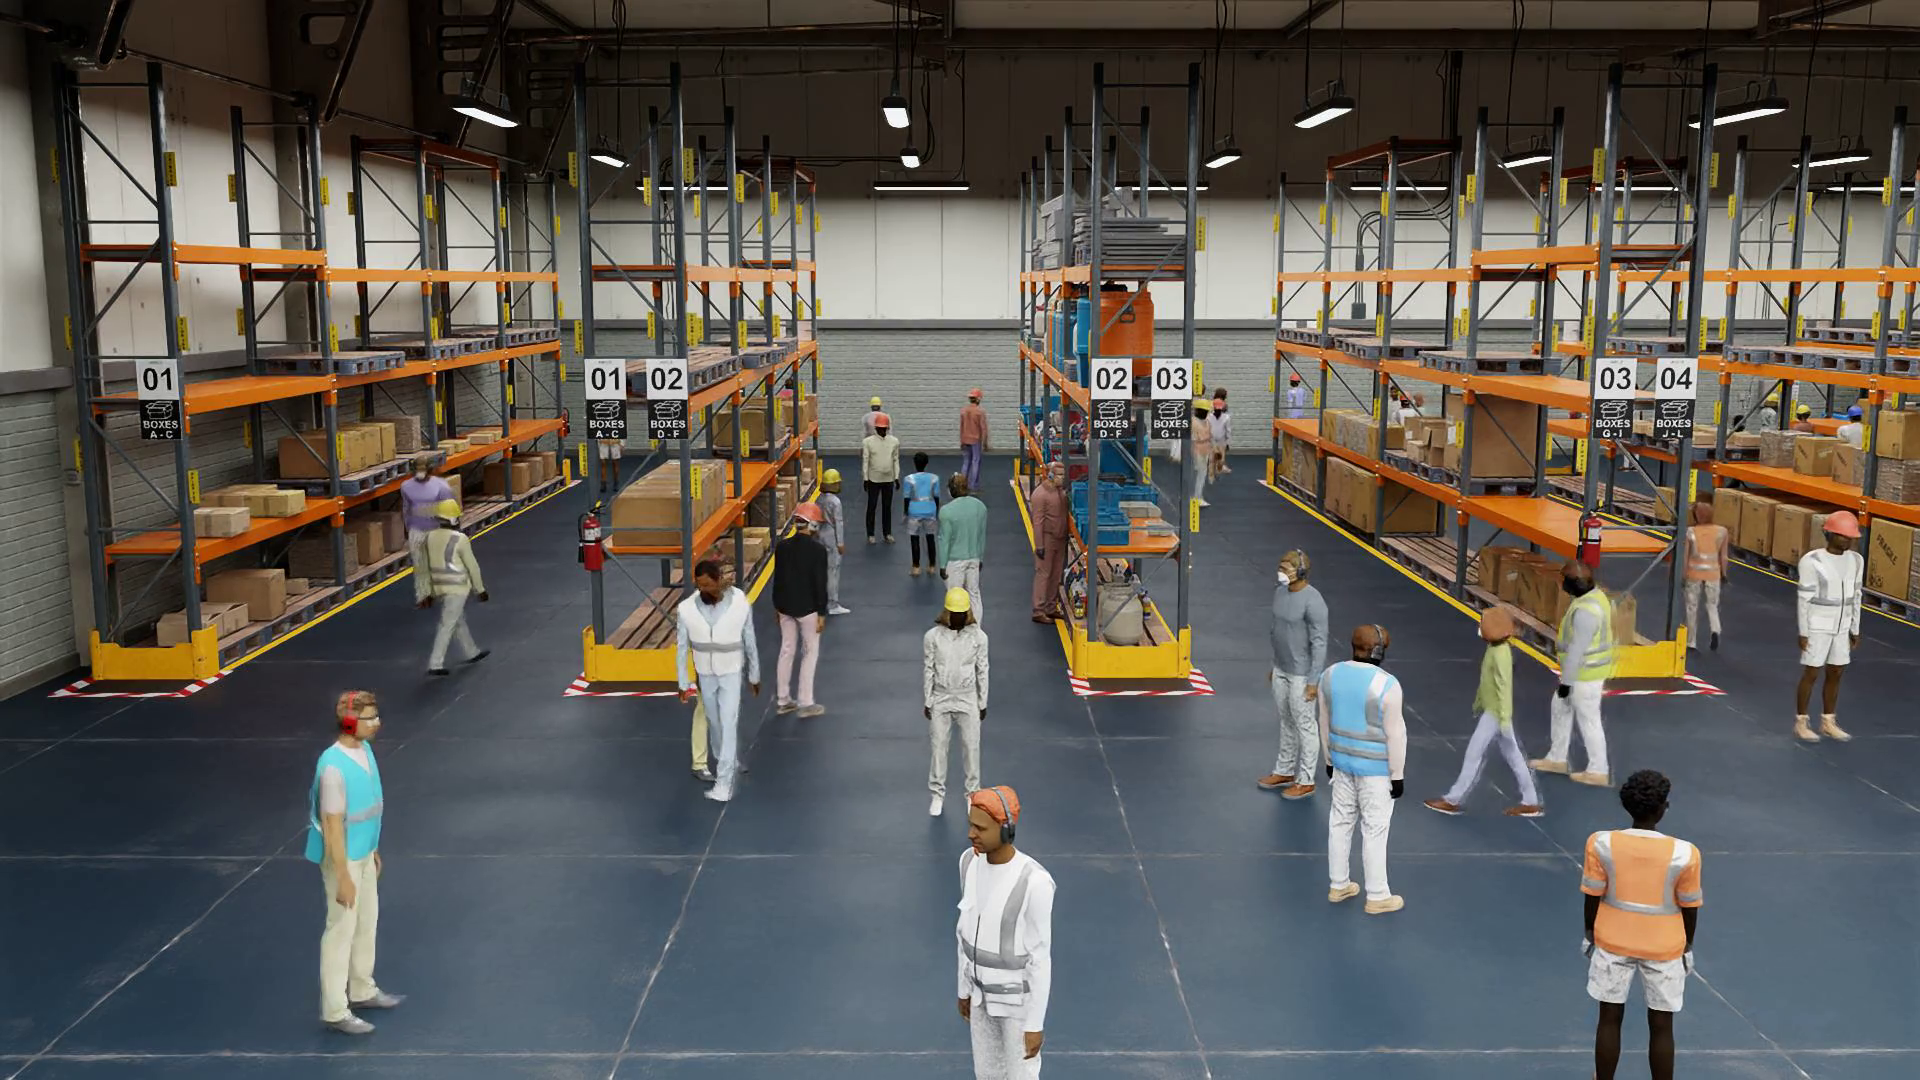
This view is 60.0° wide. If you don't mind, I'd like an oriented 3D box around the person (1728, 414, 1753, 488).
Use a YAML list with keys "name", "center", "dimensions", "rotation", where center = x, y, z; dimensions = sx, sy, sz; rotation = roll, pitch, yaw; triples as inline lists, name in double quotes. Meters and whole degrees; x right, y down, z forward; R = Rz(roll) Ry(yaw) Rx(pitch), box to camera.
- name: "person"
  center: [13.625, -1.381, 29.191]
  dimensions: [0.531, 1.673, 0.761]
  rotation: [-3, 9, -16]

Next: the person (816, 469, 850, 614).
- name: "person"
  center: [-1.538, 0.015, 20.004]
  dimensions: [0.309, 1.741, 0.494]
  rotation: [-7, 11, -37]

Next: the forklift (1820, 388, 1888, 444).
- name: "forklift"
  center: [20.072, -3.110, 36.462]
  dimensions: [1.873, 2.768, 1.129]
  rotation: [0, 9, 0]

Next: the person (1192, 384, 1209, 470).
- name: "person"
  center: [5.121, -2.404, 35.274]
  dimensions: [0.337, 1.838, 0.506]
  rotation: [3, 9, 18]

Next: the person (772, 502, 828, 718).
- name: "person"
  center: [-1.444, 0.630, 15.325]
  dimensions: [0.648, 1.972, 0.467]
  rotation: [6, 10, 33]

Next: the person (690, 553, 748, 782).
- name: "person"
  center: [-1.951, 1.007, 13.345]
  dimensions: [0.391, 1.836, 0.561]
  rotation: [8, 12, 40]

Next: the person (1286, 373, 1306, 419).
- name: "person"
  center: [7.531, -2.795, 37.439]
  dimensions: [0.552, 1.942, 0.340]
  rotation: [-7, 11, -37]

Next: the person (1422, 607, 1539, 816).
- name: "person"
  center: [3.933, 1.279, 12.349]
  dimensions: [0.851, 1.581, 0.520]
  rotation: [2, 9, 14]

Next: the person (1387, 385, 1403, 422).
- name: "person"
  center: [8.984, -2.272, 34.363]
  dimensions: [0.333, 1.859, 0.508]
  rotation: [-7, 11, -39]

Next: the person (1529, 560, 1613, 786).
- name: "person"
  center: [4.817, 1.046, 13.156]
  dimensions: [0.770, 1.807, 0.640]
  rotation: [4, 10, 24]

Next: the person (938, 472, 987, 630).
- name: "person"
  center: [0.017, 0.230, 18.024]
  dimensions: [0.626, 1.933, 0.376]
  rotation: [-7, 11, -38]

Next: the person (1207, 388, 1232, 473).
- name: "person"
  center: [5.270, -2.259, 34.449]
  dimensions: [0.868, 1.808, 0.619]
  rotation: [-3, 9, -20]

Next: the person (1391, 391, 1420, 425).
- name: "person"
  center: [8.354, -1.826, 31.263]
  dimensions: [0.543, 1.929, 0.387]
  rotation: [1, 9, 4]

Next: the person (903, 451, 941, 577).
- name: "person"
  center: [-0.518, -0.350, 22.502]
  dimensions: [0.540, 1.696, 0.317]
  rotation: [-3, 9, -21]

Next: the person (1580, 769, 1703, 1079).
- name: "person"
  center: [3.213, 1.921, 7.881]
  dimensions: [0.533, 1.698, 0.322]
  rotation: [4, 10, 26]

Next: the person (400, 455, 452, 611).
- name: "person"
  center: [-6.513, -0.127, 20.444]
  dimensions: [0.637, 1.904, 0.895]
  rotation: [0, 9, -1]

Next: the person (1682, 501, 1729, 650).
- name: "person"
  center: [7.989, 0.405, 17.851]
  dimensions: [0.534, 1.622, 0.525]
  rotation: [2, 9, 10]

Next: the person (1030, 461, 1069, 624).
- name: "person"
  center: [1.081, 0.026, 19.454]
  dimensions: [0.401, 1.900, 0.647]
  rotation: [6, 11, 33]

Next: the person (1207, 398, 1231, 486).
- name: "person"
  center: [4.992, -1.910, 32.412]
  dimensions: [0.557, 1.737, 0.422]
  rotation: [1, 9, 5]

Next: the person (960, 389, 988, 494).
- name: "person"
  center: [0.268, -1.852, 31.277]
  dimensions: [0.431, 1.977, 0.614]
  rotation: [-9, 12, -44]

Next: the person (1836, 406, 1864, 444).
- name: "person"
  center: [14.909, -1.285, 27.794]
  dimensions: [0.656, 1.910, 0.857]
  rotation: [2, 9, 15]

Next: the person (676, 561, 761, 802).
- name: "person"
  center: [-1.869, 1.066, 12.871]
  dimensions: [0.628, 1.862, 1.022]
  rotation: [1, 9, 4]

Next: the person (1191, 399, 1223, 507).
- name: "person"
  center: [4.321, -1.538, 29.459]
  dimensions: [0.540, 1.905, 0.596]
  rotation: [7, 11, 37]

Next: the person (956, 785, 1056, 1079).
- name: "person"
  center: [0.178, 1.960, 7.089]
  dimensions: [0.356, 1.875, 0.576]
  rotation: [-7, 11, -37]

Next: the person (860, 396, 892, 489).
- name: "person"
  center: [-1.605, -1.818, 31.566]
  dimensions: [0.598, 1.813, 0.438]
  rotation: [-2, 9, -13]

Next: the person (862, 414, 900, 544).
- name: "person"
  center: [-1.193, -0.933, 25.314]
  dimensions: [0.624, 1.990, 0.404]
  rotation: [-4, 10, -24]

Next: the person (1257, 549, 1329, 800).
- name: "person"
  center: [2.590, 1.028, 12.857]
  dimensions: [0.376, 1.940, 0.627]
  rotation: [-3, 9, -20]

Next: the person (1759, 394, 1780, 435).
- name: "person"
  center: [16.332, -2.089, 33.578]
  dimensions: [0.320, 1.731, 0.489]
  rotation: [0, 9, -2]

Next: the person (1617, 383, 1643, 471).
- name: "person"
  center: [14.087, -2.369, 34.932]
  dimensions: [0.515, 1.872, 0.328]
  rotation: [-2, 9, -15]

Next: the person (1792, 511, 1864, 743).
- name: "person"
  center: [7.523, 0.750, 14.356]
  dimensions: [0.608, 2.035, 0.409]
  rotation: [-2, 9, -12]

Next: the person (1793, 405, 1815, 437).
- name: "person"
  center: [15.170, -1.555, 30.026]
  dimensions: [0.534, 1.767, 0.313]
  rotation: [-4, 10, -26]

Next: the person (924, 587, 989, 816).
- name: "person"
  center: [-0.029, 1.204, 12.388]
  dimensions: [0.486, 1.738, 0.320]
  rotation: [1, 9, 4]

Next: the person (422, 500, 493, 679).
- name: "person"
  center: [-5.109, 0.483, 16.865]
  dimensions: [0.595, 1.789, 0.926]
  rotation: [6, 11, 34]

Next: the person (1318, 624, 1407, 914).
- name: "person"
  center: [2.572, 1.437, 10.558]
  dimensions: [0.429, 1.838, 0.622]
  rotation: [-7, 11, -39]

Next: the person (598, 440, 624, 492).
- name: "person"
  center: [-6.641, -1.864, 31.472]
  dimensions: [0.551, 1.932, 0.378]
  rotation: [-1, 9, -6]

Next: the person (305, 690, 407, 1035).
- name: "person"
  center: [-3.229, 1.705, 8.872]
  dimensions: [0.467, 1.830, 0.563]
  rotation: [-1, 9, -4]
